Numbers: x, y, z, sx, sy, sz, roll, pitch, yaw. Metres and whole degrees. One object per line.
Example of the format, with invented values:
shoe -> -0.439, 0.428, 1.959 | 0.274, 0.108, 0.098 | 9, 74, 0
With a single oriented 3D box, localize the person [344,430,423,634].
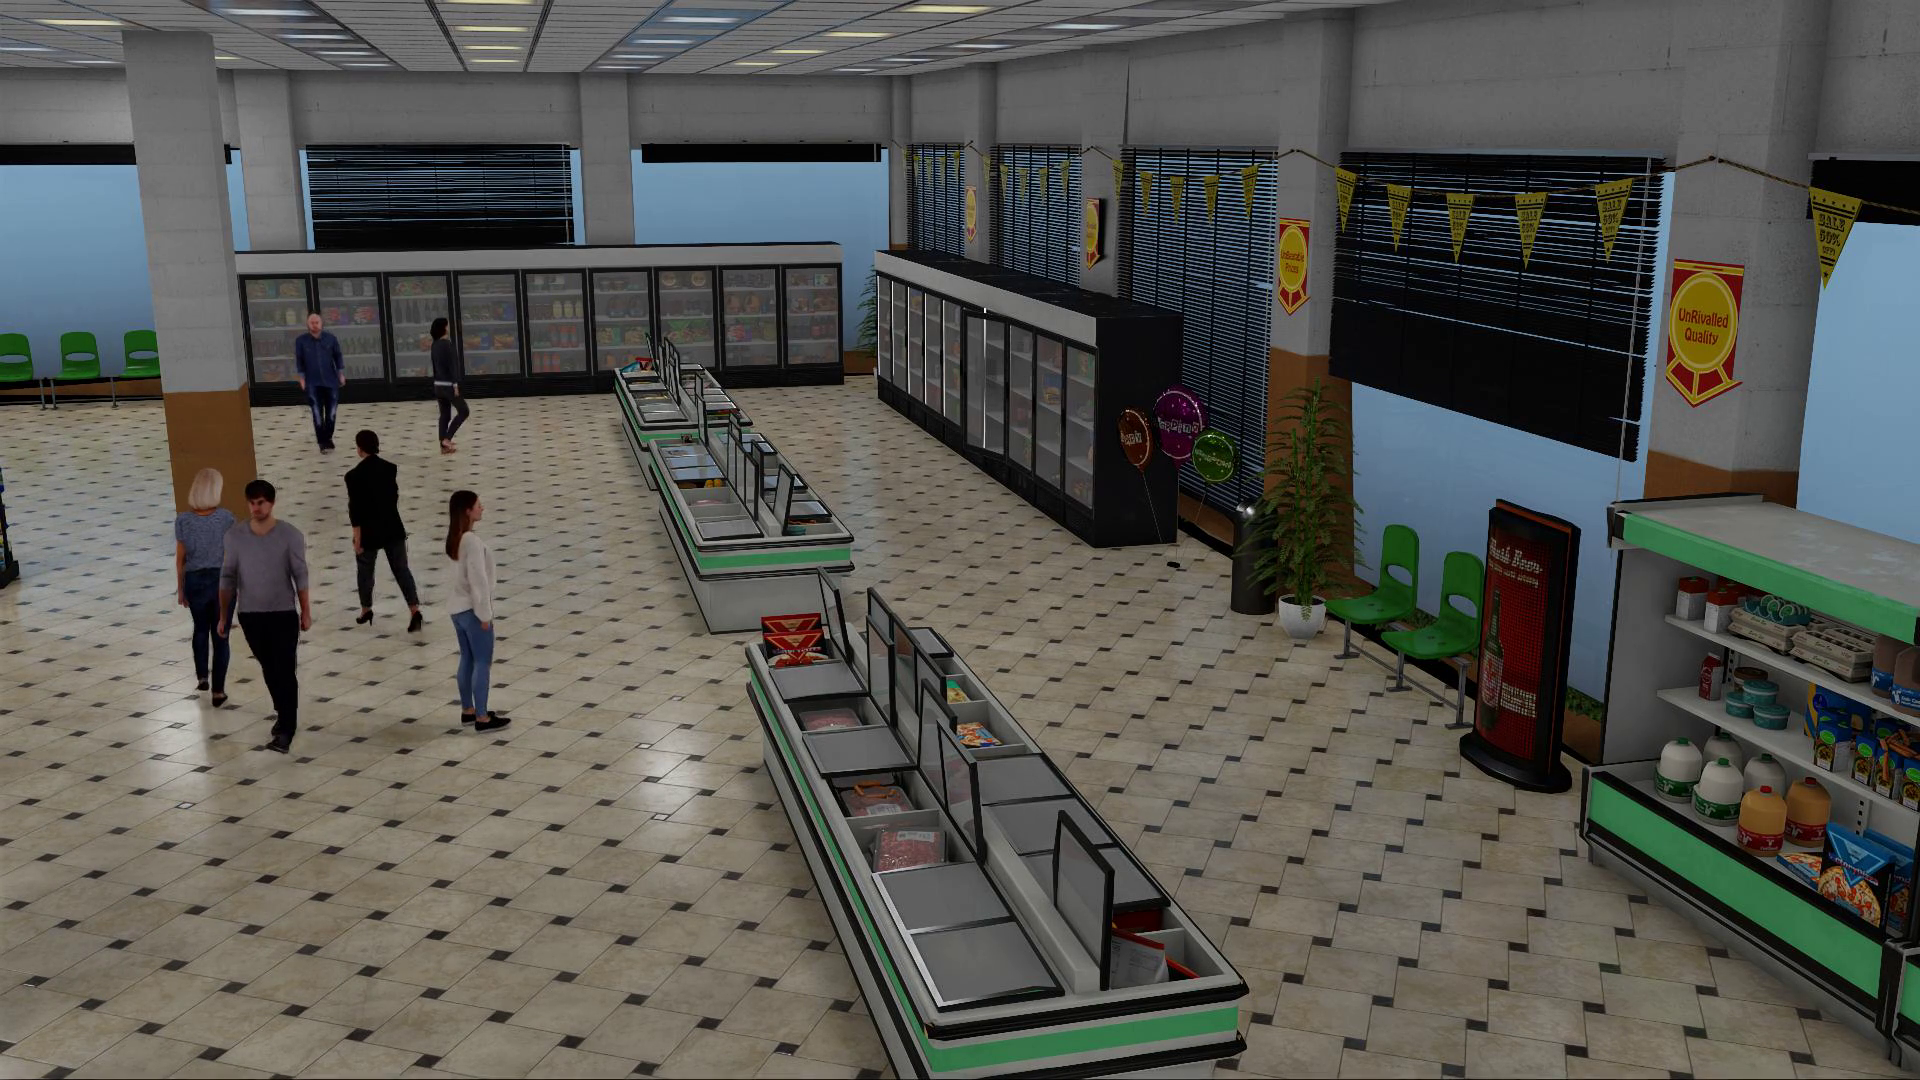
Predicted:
person -> -4.657, -0.019, 13.524 | 1.200, 1.671, 1.069 | 10, 17, 37

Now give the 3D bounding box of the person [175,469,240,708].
person -> -5.346, 0.367, 11.882 | 0.582, 1.695, 0.653 | -4, 14, -16

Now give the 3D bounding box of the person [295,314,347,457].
person -> -8.214, -1.988, 21.415 | 0.898, 1.778, 1.219 | -7, 15, -27

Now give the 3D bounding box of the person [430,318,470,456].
person -> -6.650, -1.957, 21.330 | 0.756, 1.758, 0.824 | 10, 17, 34

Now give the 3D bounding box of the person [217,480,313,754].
person -> -4.606, 0.484, 11.168 | 0.871, 1.803, 1.189 | 0, 14, 0

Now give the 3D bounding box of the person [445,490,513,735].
person -> -3.381, 0.484, 11.412 | 0.771, 1.689, 0.630 | -10, 17, -34
